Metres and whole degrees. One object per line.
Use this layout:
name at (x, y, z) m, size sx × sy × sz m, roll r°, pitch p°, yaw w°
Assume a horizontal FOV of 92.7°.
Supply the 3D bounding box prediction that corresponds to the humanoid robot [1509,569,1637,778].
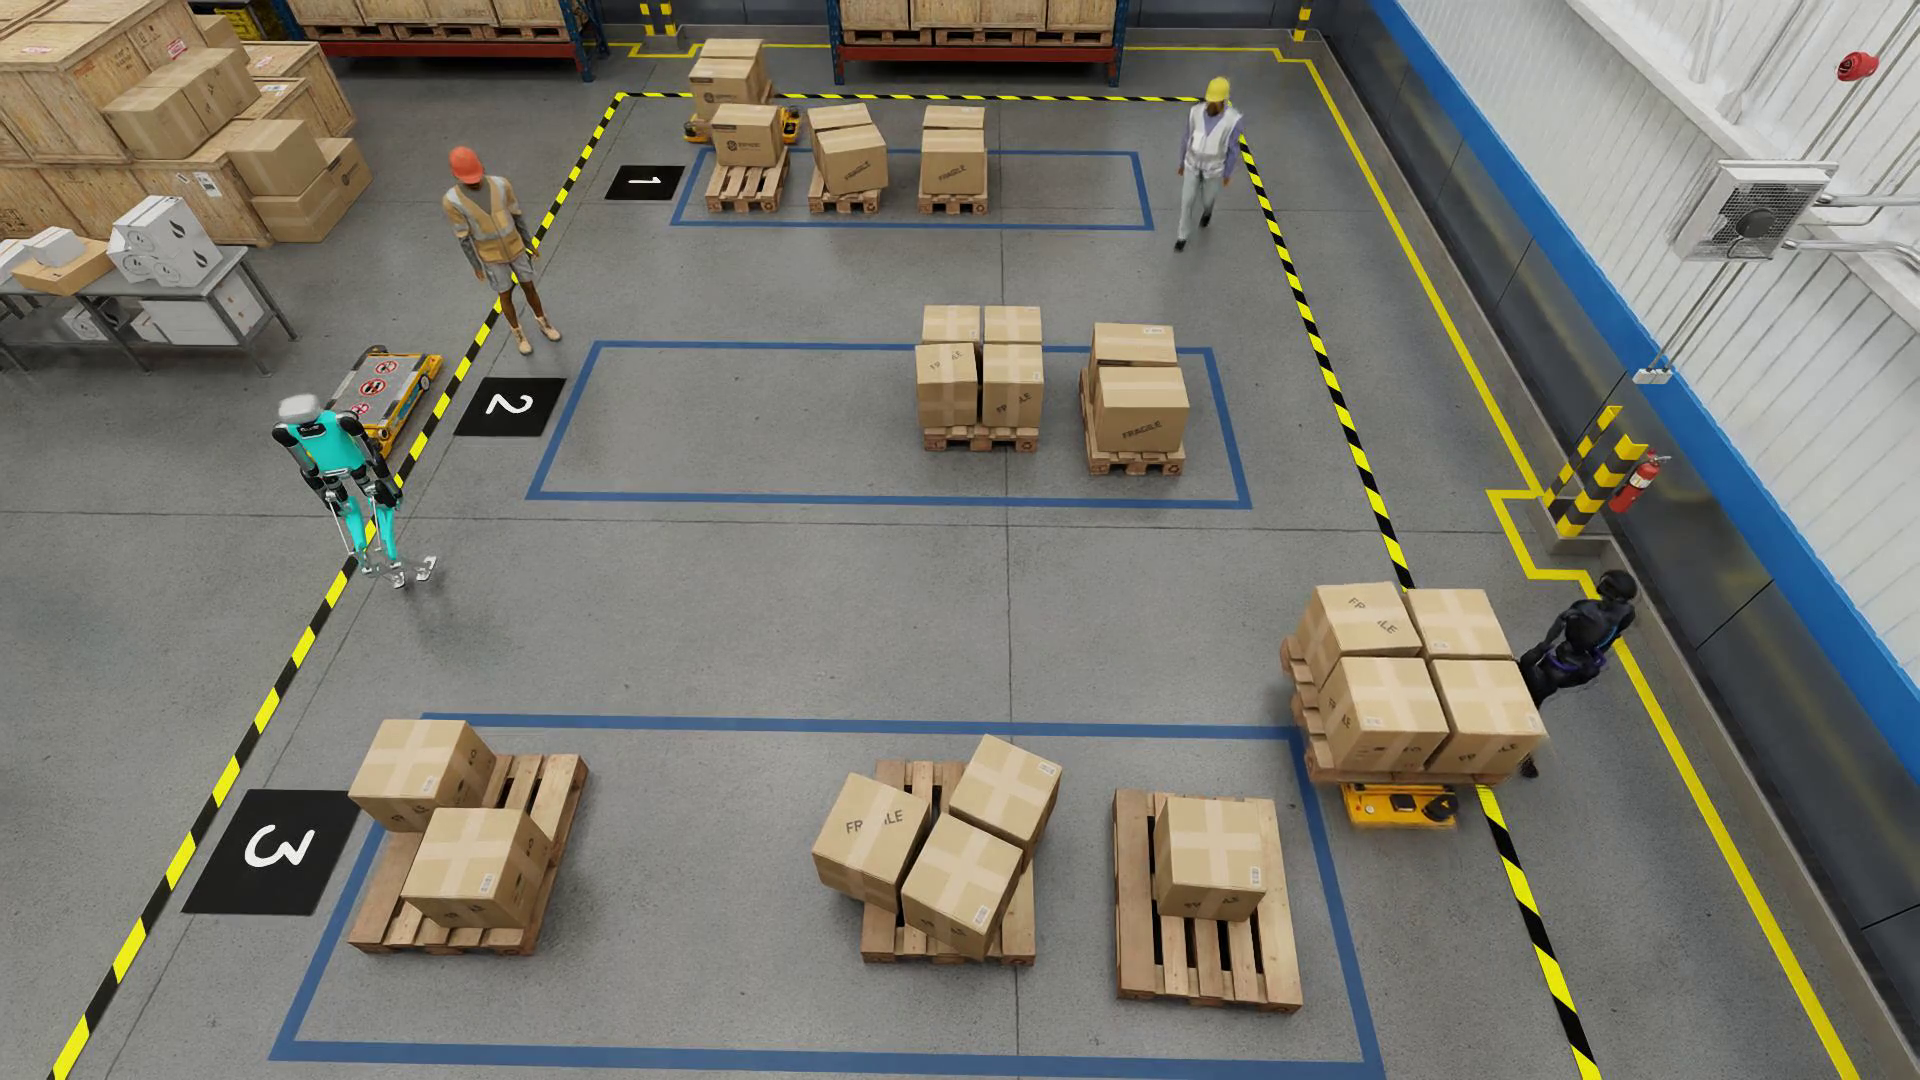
humanoid robot at (3.807, 0.805, 5.808) m, size 0.610 × 1.629 × 0.804 m, roll -7°, pitch 50°, yaw -6°

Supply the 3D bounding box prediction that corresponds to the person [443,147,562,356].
person at (-4.202, -2.639, 8.447) m, size 0.610 × 2.029 × 0.401 m, roll -34°, pitch 58°, yaw -26°

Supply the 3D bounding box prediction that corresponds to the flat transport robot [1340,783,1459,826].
flat transport robot at (2.859, 1.239, 6.300) m, size 0.652 × 0.197 × 1.431 m, roll 1°, pitch 50°, yaw 1°

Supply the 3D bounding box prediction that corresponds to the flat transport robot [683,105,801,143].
flat transport robot at (-2.836, -5.438, 11.950) m, size 1.431 × 0.197 × 0.652 m, roll 1°, pitch 50°, yaw 1°

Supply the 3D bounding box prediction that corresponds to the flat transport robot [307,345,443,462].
flat transport robot at (-5.383, -1.269, 8.441) m, size 0.659 × 0.231 × 1.431 m, roll 1°, pitch 50°, yaw 1°

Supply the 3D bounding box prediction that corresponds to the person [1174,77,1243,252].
person at (2.618, -4.019, 9.756) m, size 0.600 × 1.807 × 0.687 m, roll 20°, pitch 53°, yaw 16°

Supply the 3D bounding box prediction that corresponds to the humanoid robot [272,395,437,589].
humanoid robot at (-4.282, -0.203, 6.491) m, size 0.533 × 1.674 × 0.735 m, roll -11°, pitch 51°, yaw -9°
